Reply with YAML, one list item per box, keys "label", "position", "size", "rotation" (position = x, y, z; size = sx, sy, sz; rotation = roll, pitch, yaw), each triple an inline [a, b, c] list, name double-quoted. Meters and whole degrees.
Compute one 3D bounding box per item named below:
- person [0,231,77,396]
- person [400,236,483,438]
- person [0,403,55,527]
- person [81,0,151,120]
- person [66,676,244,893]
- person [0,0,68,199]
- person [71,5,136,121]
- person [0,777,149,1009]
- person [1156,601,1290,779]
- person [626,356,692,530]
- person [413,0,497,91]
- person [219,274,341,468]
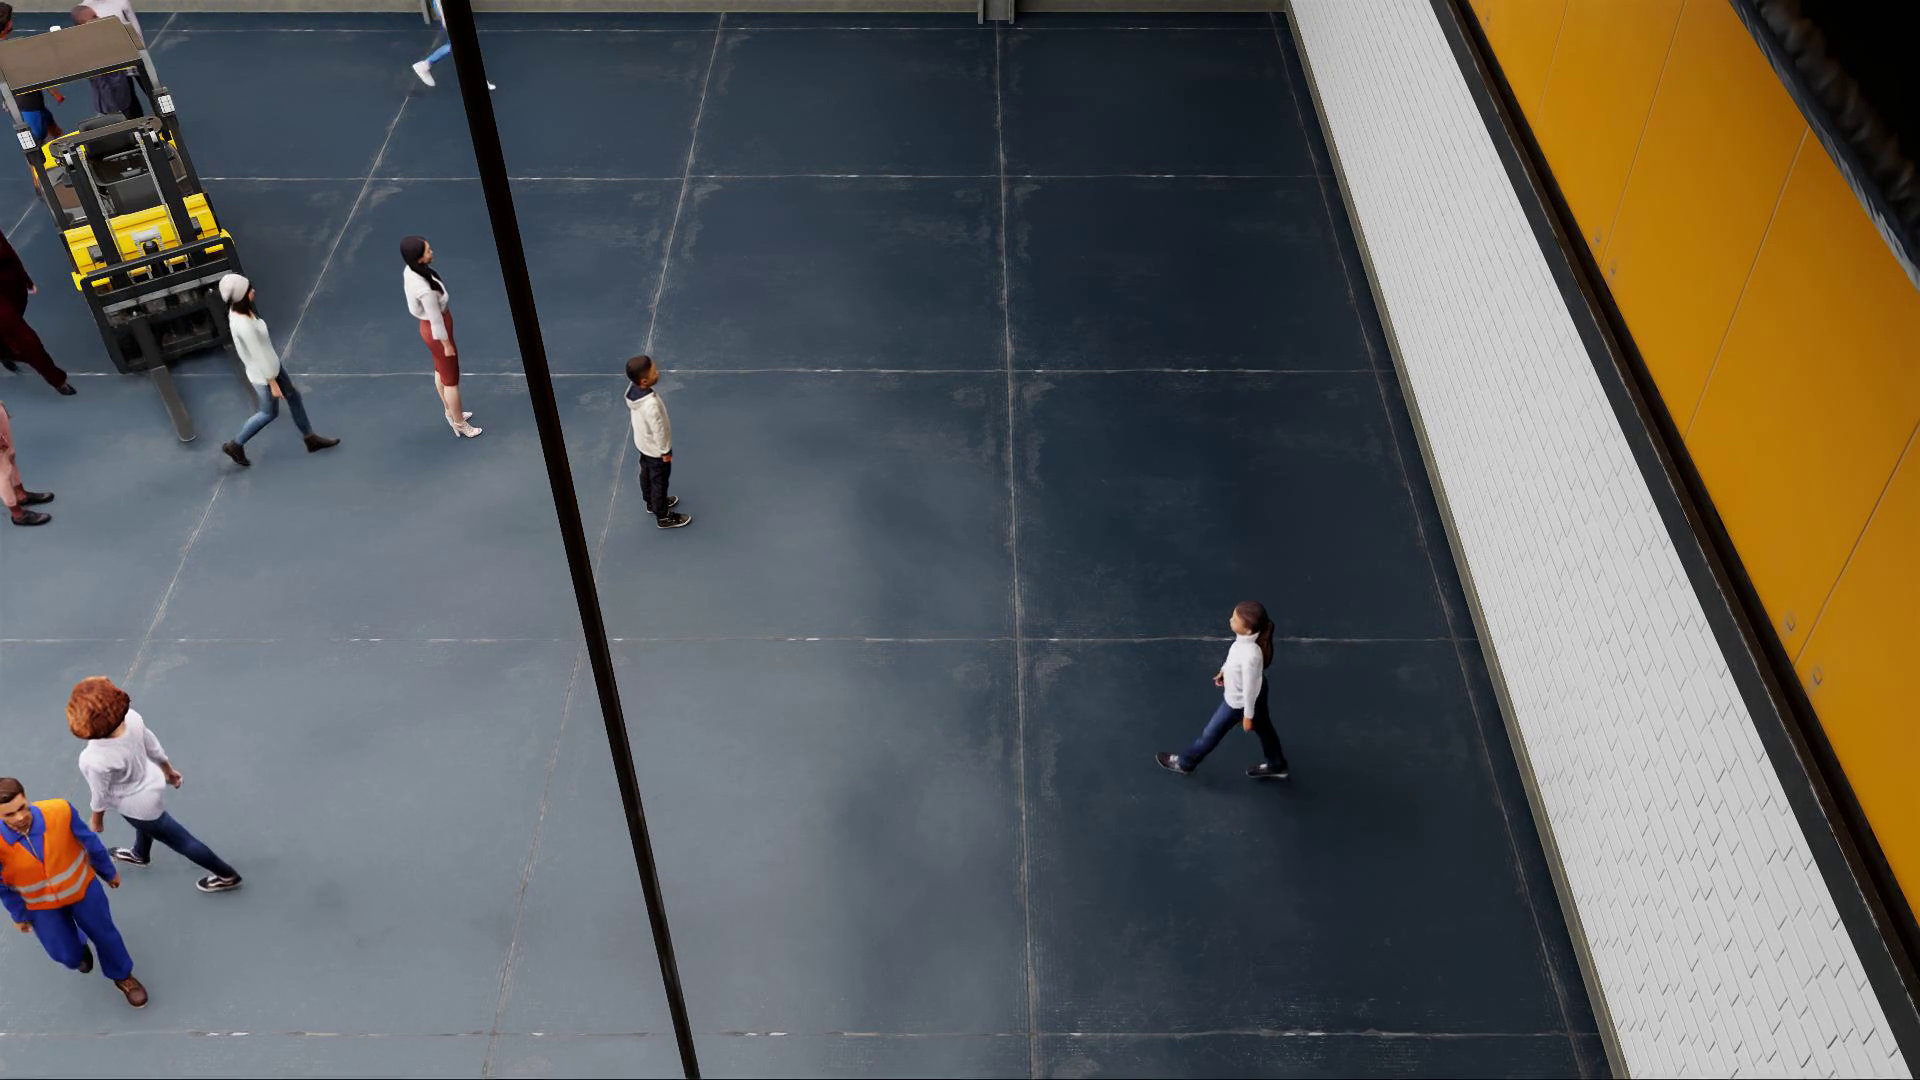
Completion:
- label: "person"
  position: [-7.530, -1.901, 12.902]
  size: [1.175, 1.718, 0.898]
  rotation: [14, 45, 14]
- label: "person"
  position: [-3.910, -1.522, 12.480]
  size: [0.670, 1.751, 0.668]
  rotation: [-21, 47, -21]
- label: "person"
  position: [-6.916, -0.838, 11.786]
  size: [0.606, 1.719, 0.662]
  rotation: [-9, 44, -9]
- label: "person"
  position: [-7.844, -4.545, 15.640]
  size: [0.568, 1.770, 0.731]
  rotation: [-9, 44, -10]
- label: "person"
  position: [-4.542, 1.454, 9.414]
  size: [1.074, 1.671, 0.635]
  rotation: [-1, 44, -1]
- label: "person"
  position: [-8.480, -3.919, 14.989]
  size: [1.114, 1.760, 1.002]
  rotation: [21, 47, 20]
- label: "person"
  position: [-7.611, -3.950, 14.976]
  size: [0.700, 1.824, 0.753]
  rotation: [-10, 45, -11]
- label: "person"
  position: [-4.828, 1.840, 8.875]
  size: [0.950, 1.855, 1.006]
  rotation: [-31, 52, -29]
- label: "person"
  position: [1.796, 0.960, 10.045]
  size: [1.099, 1.516, 0.692]
  rotation: [8, 44, 8]
- label: "person"
  position: [-2.197, -0.710, 11.843]
  size: [0.665, 1.454, 0.663]
  rotation: [-21, 47, -21]
- label: "person"
  position: [-5.117, -5.204, 16.334]
  size: [0.990, 1.767, 0.595]
  rotation: [-3, 44, -3]
- label: "person"
  position: [-5.212, -1.216, 12.253]
  size: [1.124, 1.622, 0.868]
  rotation: [-14, 45, -15]
